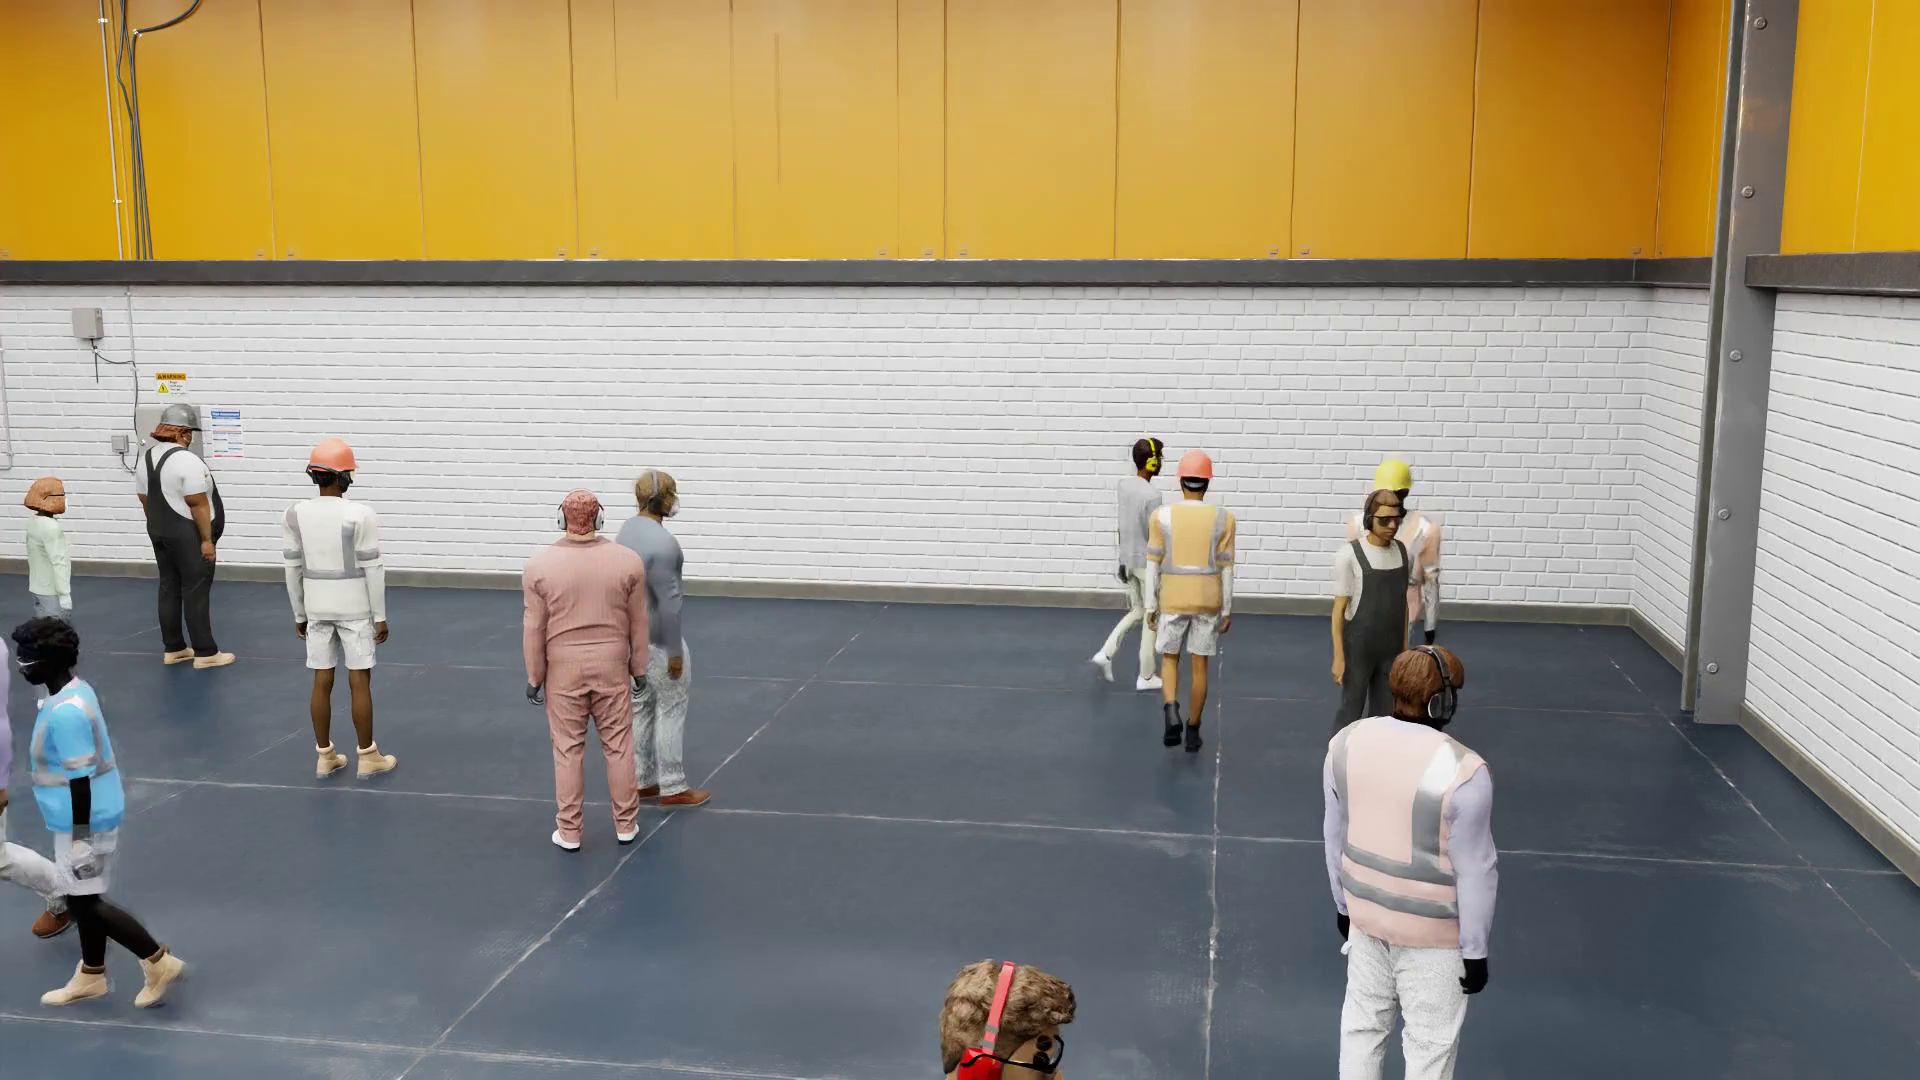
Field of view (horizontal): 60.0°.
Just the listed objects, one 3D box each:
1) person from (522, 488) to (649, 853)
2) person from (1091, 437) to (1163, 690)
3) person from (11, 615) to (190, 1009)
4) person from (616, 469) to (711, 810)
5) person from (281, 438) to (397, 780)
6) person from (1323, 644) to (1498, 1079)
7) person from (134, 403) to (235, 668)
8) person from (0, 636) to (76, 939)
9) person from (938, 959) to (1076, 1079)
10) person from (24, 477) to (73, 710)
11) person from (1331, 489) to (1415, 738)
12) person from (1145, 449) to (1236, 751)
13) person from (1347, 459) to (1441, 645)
[{"bbox_3d":[-1.962,0.677,8.736,0.648,1.907,0.401,-4,10,-21],"label":"person"},{"bbox_3d":[1.267,0.183,11.954,0.538,1.853,0.536,-5,11,-30],"label":"person"},{"bbox_3d":[-3.497,1.113,6.759,0.549,1.676,0.601,-5,10,-26],"label":"person"},{"bbox_3d":[-1.695,0.558,9.409,0.444,1.932,0.677,-7,12,-37],"label":"person"},{"bbox_3d":[-3.698,0.416,9.924,0.605,2.045,0.376,1,9,8],"label":"person"},{"bbox_3d":[1.477,1.245,5.430,0.430,1.843,0.625,-7,11,-36],"label":"person"},{"bbox_3d":[-5.925,-0.045,12.777,0.672,2.000,0.536,5,11,29],"label":"person"},{"bbox_3d":[-4.178,0.947,7.110,0.653,1.903,0.820,5,11,29],"label":"person"},{"bbox_3d":[0.018,1.639,3.010,0.390,1.838,0.563,1,9,6],"label":"person"},{"bbox_3d":[-6.219,0.379,11.407,0.507,1.632,0.268,9,13,44],"label":"person"},{"bbox_3d":[2.293,0.625,9.244,0.515,1.842,0.328,-4,10,-21],"label":"person"},{"bbox_3d":[1.444,0.394,10.438,0.557,1.920,0.543,2,9,10],"label":"person"},{"bbox_3d":[2.693,0.420,10.356,0.591,1.900,0.862,7,12,37],"label":"person"}]
